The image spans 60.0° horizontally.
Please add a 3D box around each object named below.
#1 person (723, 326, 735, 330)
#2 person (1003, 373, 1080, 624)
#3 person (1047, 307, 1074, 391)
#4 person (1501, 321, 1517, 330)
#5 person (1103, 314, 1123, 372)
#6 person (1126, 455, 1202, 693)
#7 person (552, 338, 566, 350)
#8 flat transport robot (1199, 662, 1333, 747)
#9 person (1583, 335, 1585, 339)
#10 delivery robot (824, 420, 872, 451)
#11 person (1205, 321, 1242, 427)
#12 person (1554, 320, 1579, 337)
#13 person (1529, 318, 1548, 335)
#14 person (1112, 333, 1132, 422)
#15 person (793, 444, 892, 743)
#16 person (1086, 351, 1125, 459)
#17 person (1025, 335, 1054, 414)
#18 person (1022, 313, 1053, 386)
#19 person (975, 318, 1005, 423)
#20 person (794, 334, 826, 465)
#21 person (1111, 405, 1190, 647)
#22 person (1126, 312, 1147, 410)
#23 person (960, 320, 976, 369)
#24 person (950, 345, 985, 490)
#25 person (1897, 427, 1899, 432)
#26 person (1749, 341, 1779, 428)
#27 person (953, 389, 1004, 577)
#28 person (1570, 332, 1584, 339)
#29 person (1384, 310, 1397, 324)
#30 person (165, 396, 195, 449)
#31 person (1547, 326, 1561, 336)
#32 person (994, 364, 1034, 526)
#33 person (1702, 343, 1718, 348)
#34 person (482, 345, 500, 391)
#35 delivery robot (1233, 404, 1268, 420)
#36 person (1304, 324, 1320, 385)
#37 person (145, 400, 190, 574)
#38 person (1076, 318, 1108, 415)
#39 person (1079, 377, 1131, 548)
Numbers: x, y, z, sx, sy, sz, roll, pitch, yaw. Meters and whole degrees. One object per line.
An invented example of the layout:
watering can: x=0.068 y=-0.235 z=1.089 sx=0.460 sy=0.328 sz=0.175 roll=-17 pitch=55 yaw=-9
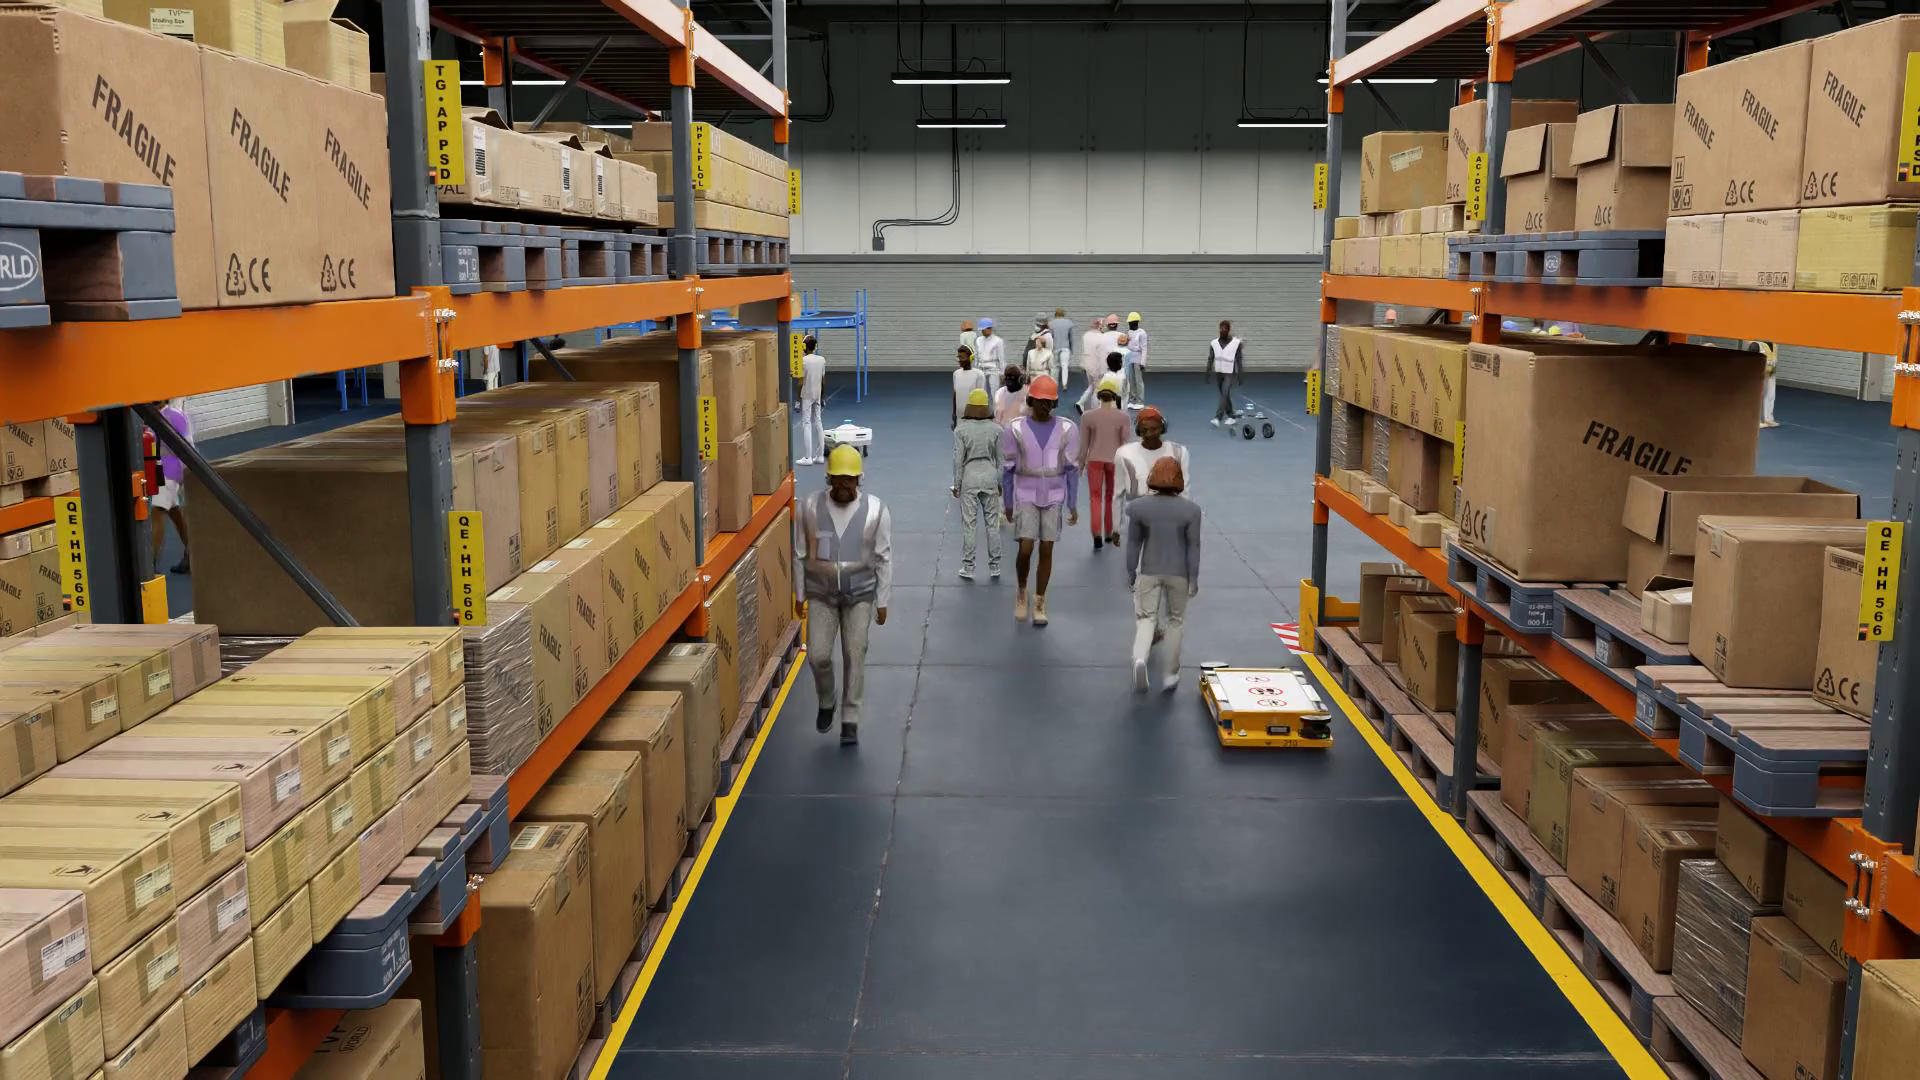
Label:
person: x=-3.513 y=-2.273 z=25.274 sx=0.663 sy=1.955 sz=0.984 roll=-2 pitch=10 yaw=-13
person: x=0.653 y=-0.320 z=13.313 sx=0.602 sy=2.024 sz=0.469 roll=-1 pitch=10 yaw=-4
person: x=2.279 y=-4.336 z=37.813 sx=0.647 sy=1.895 sz=1.040 roll=0 pitch=9 yaw=-2
person: x=9.159 y=-2.712 z=27.938 sx=0.651 sy=1.927 sz=0.743 roll=-2 pitch=10 yaw=-14
person: x=2.877 y=-3.306 z=31.501 sx=0.560 sy=1.922 sz=0.529 roll=3 pitch=10 yaw=20
person: x=1.356 y=0.243 z=11.176 sx=0.503 sy=1.615 sz=0.640 roll=3 pitch=10 yaw=18
person: x=-6.438 y=-2.396 z=26.729 sx=0.372 sy=1.682 sz=0.546 roll=-3 pitch=10 yaw=-15
flat transport robot: x=1.921 y=1.033 z=10.578 sx=0.652 sy=0.197 sz=1.431 roll=0 pitch=9 yaw=2
person: x=9.973 y=-2.468 z=26.949 sx=0.315 sy=1.768 sz=0.526 roll=9 pitch=13 yaw=43
delivery robot: x=-1.675 y=-1.556 z=24.955 sx=0.707 sy=0.478 sz=0.477 roll=-7 pitch=12 yaw=-35
person: x=4.684 y=-2.954 z=29.578 sx=0.618 sy=1.864 sz=1.023 roll=7 pitch=12 yaw=36
person: x=15.441 y=-5.107 z=42.342 sx=0.653 sy=1.904 sz=0.405 roll=8 pitch=12 yaw=39
person: x=12.001 y=-3.747 z=34.565 sx=0.991 sy=1.792 sz=0.525 roll=-6 pitch=11 yaw=-32
person: x=2.840 y=-2.924 z=30.102 sx=0.598 sy=1.621 sz=0.536 roll=-7 pitch=12 yaw=-37
person: x=-0.710 y=0.324 z=10.036 sx=0.603 sy=1.820 sz=0.426 roll=0 pitch=9 yaw=-1
person: x=2.067 y=-1.791 z=23.143 sx=0.662 sy=1.675 sz=0.538 roll=-2 pitch=10 yaw=-12
person: x=1.462 y=-2.870 z=29.809 sx=0.503 sy=1.609 sz=0.755 roll=6 pitch=11 yaw=34
person: x=1.420 y=-3.145 z=30.311 sx=0.580 sy=2.000 sz=0.742 roll=-3 pitch=10 yaw=-19
person: x=0.511 y=-2.951 z=29.389 sx=0.713 sy=1.917 sz=0.479 roll=8 pitch=12 yaw=40
person: x=-2.182 y=-2.019 z=24.004 sx=0.541 sy=1.868 sz=0.394 roll=-9 pitch=13 yaw=-42
person: x=1.451 y=-0.101 z=12.558 sx=0.586 sy=1.819 sz=1.078 roll=0 pitch=9 yaw=-3
person: x=3.465 y=-3.560 z=33.007 sx=0.381 sy=1.924 sz=0.593 roll=-5 pitch=11 yaw=-26
person: x=0.151 y=-4.086 z=37.058 sx=0.515 sy=1.629 sz=0.360 roll=-8 pitch=12 yaw=-40
person: x=0.095 y=-1.547 z=21.157 sx=0.515 sy=1.862 sz=0.318 roll=7 pitch=12 yaw=37
person: x=15.787 y=-2.576 z=27.458 sx=0.599 sy=1.819 sz=0.459 roll=2 pitch=10 yaw=15
person: x=14.191 y=-2.902 z=29.354 sx=0.644 sy=1.839 sz=0.452 roll=-4 pitch=10 yaw=-25
person: x=0.167 y=-0.528 z=15.398 sx=0.492 sy=1.742 sz=0.323 roll=-2 pitch=10 yaw=-13
person: x=9.192 y=-2.212 z=25.149 sx=0.817 sy=1.859 sz=0.585 roll=-3 pitch=10 yaw=-19
person: x=8.744 y=-3.720 z=33.894 sx=0.625 sy=1.958 sz=0.995 roll=0 pitch=9 yaw=2
person: x=-11.921 y=-2.257 z=25.369 sx=0.375 sy=1.882 sz=0.660 roll=-3 pitch=10 yaw=-16
person: x=11.073 y=-3.120 z=31.007 sx=0.897 sy=1.719 sz=0.526 roll=-9 pitch=13 yaw=-43
person: x=0.658 y=-1.075 z=18.533 sx=0.630 sy=1.802 sz=0.928 roll=6 pitch=11 yaw=32
person: x=9.821 y=-1.664 z=21.882 sx=0.566 sy=1.850 sz=0.389 roll=0 pitch=9 yaw=2
person: x=-8.431 y=-2.997 z=29.844 sx=0.319 sy=1.864 sz=0.516 roll=1 pitch=10 yaw=7
delivery robot: x=4.844 y=-2.149 z=27.729 sx=0.335 sy=0.223 sz=0.698 roll=-5 pitch=11 yaw=-29
person: x=8.473 y=-4.445 z=38.506 sx=0.956 sy=1.870 sz=0.648 roll=-1 pitch=10 yaw=-8
person: x=-7.453 y=-0.595 z=15.330 sx=0.556 sy=1.899 sz=0.910 roll=7 pitch=12 yaw=38
person: x=2.492 y=-3.178 z=30.843 sx=0.487 sy=1.886 sz=0.675 roll=-6 pitch=11 yaw=-30
person: x=1.480 y=-0.802 z=17.090 sx=0.531 sy=1.731 sz=0.861 roll=1 pitch=10 yaw=5
